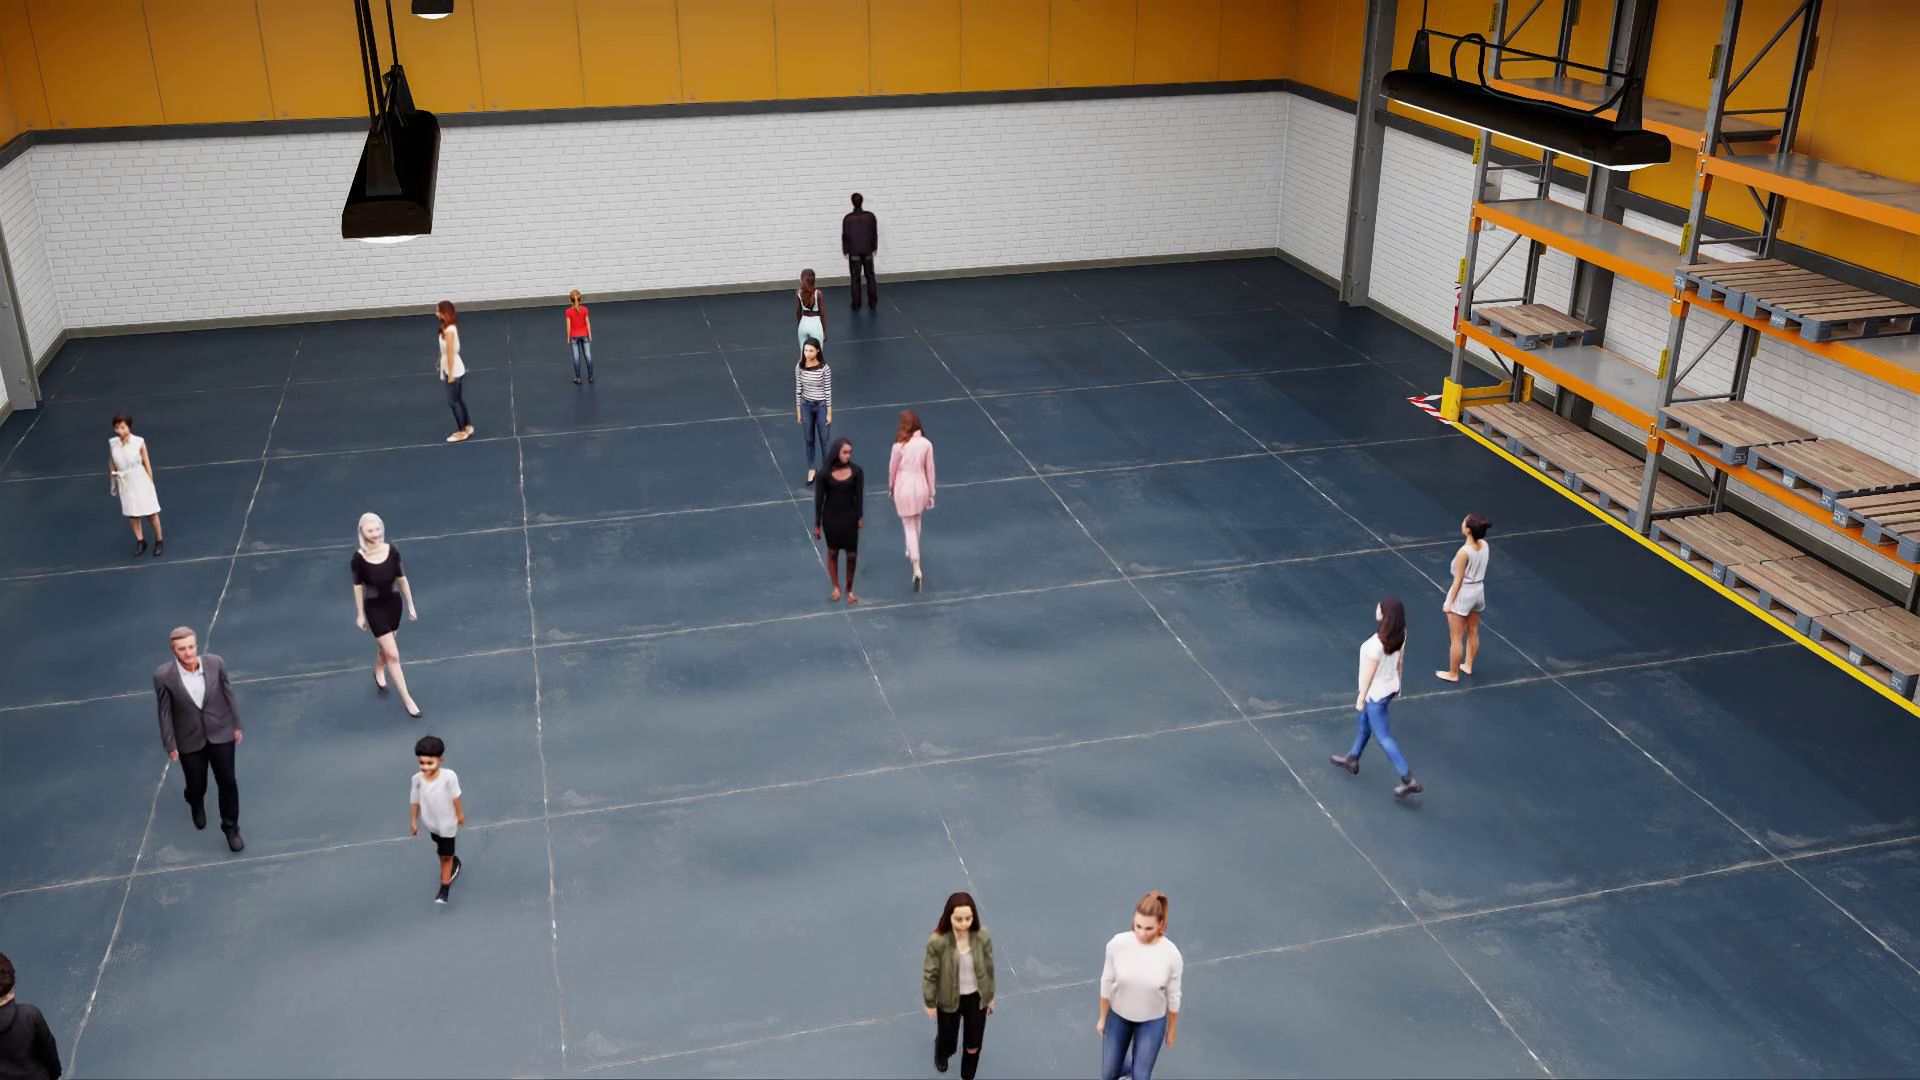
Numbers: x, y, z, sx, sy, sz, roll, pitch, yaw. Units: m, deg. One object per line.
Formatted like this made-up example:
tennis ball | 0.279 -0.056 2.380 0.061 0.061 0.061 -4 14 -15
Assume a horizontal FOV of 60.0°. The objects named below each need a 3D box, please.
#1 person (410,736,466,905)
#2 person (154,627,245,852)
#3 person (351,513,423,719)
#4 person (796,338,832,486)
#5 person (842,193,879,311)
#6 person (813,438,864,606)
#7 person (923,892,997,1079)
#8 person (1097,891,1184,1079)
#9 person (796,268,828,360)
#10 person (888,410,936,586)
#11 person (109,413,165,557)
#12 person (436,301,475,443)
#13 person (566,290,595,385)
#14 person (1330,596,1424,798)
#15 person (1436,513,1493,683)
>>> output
person | -3.750 1.962 12.021 0.650 1.222 0.914 0 24 0
person | -5.675 1.443 12.462 0.900 1.820 1.002 -16 28 -33
person | -5.020 0.615 14.407 0.988 1.779 1.236 -21 31 -39
person | -1.659 -1.476 19.172 0.643 1.793 0.649 5 24 11
person | -1.556 -4.525 26.092 0.715 1.837 0.563 -6 24 -14
person | -1.186 -0.227 16.422 0.697 1.708 0.710 -2 24 -4
person | -0.005 2.721 9.981 0.588 1.465 0.741 -6 24 -13
person | 1.035 2.740 9.631 0.869 1.710 0.969 7 25 16
person | -1.999 -2.801 22.292 0.650 1.723 0.679 7 24 15
person | -0.480 -0.381 16.732 0.656 1.743 1.120 -7 25 -16
person | -8.680 -0.601 17.475 0.640 1.549 0.617 0 24 -1
person | -6.252 -2.115 20.652 0.668 1.779 0.504 -8 25 -17
person | -5.211 -2.789 22.778 0.495 1.311 0.518 -9 25 -19
person | 3.371 1.267 13.076 1.186 1.650 0.977 21 31 40
person | 4.534 0.506 14.878 0.648 1.601 0.662 -17 29 -33
